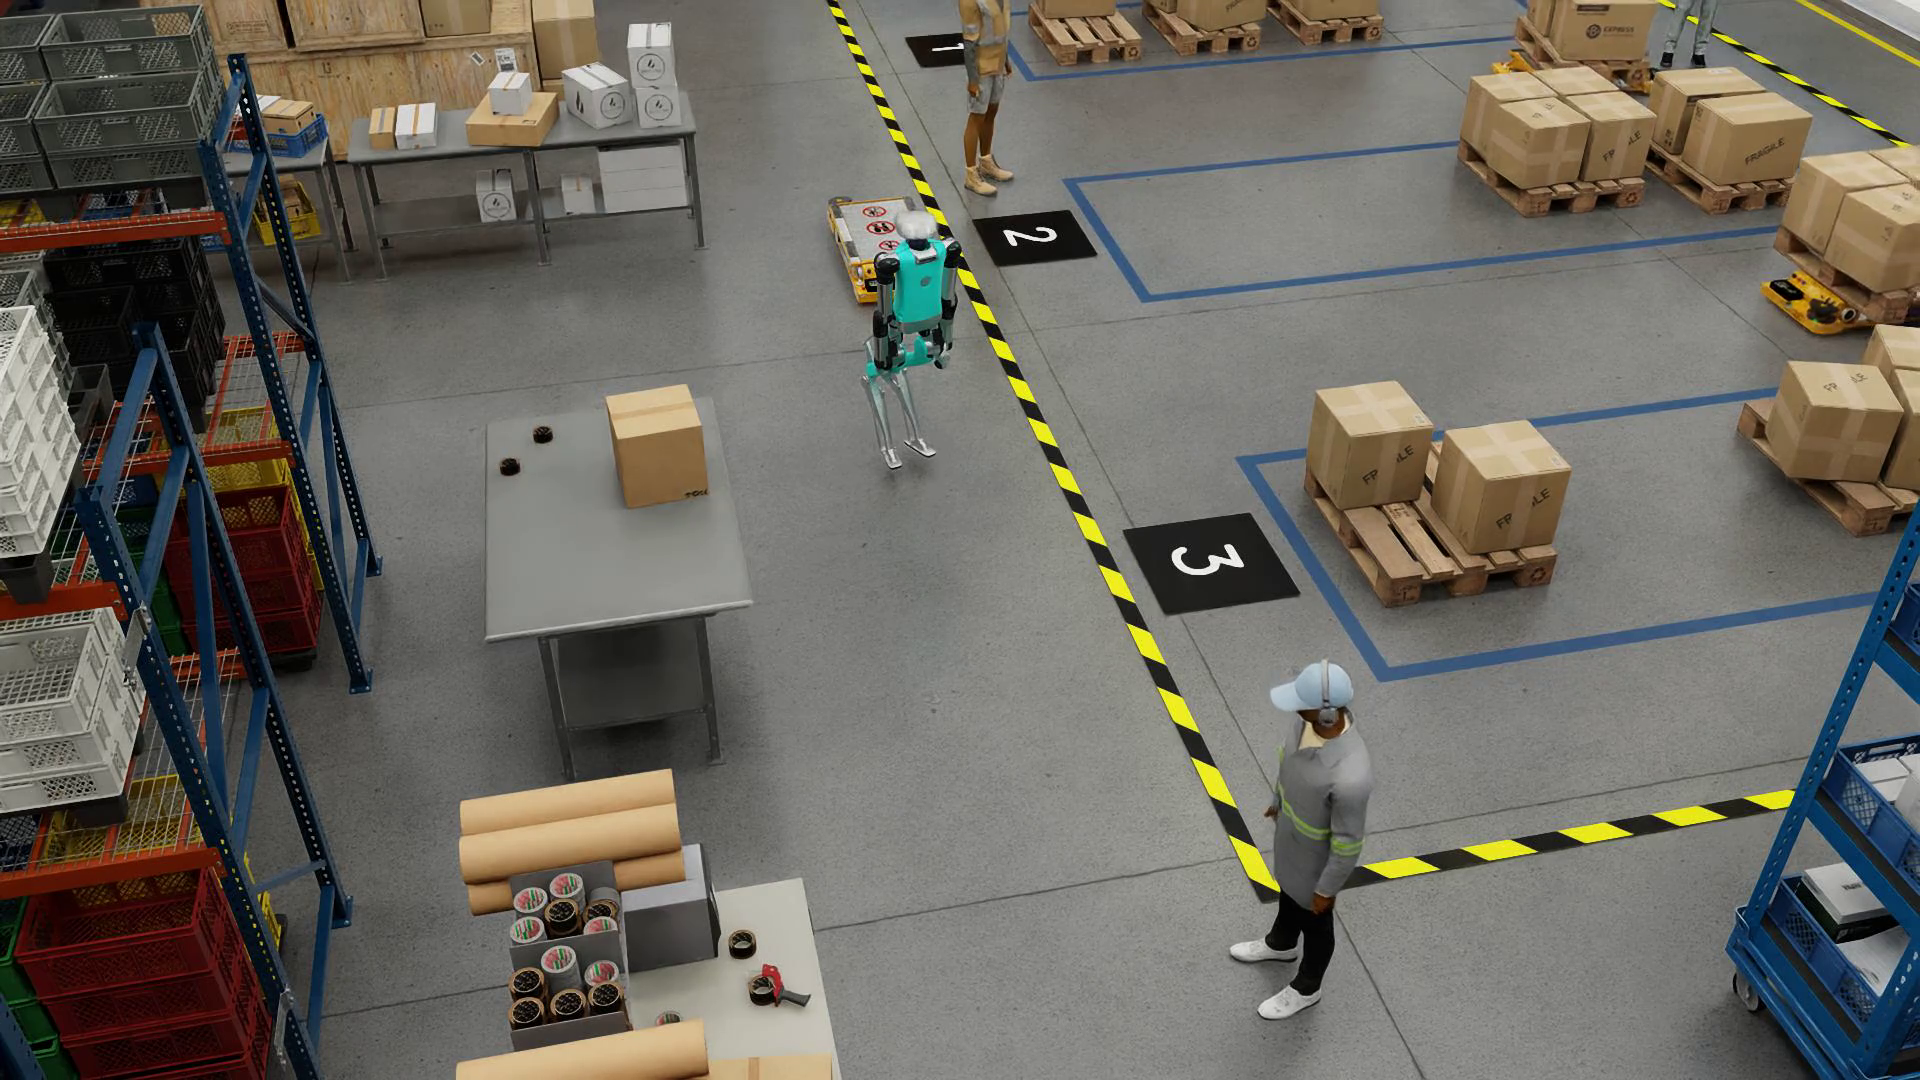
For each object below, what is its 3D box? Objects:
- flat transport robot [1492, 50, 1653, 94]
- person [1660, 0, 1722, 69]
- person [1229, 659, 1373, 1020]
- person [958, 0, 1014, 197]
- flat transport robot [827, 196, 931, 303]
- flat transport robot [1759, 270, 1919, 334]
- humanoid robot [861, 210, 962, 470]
[{"bbox_3d":[5.723,-4.329,15.349,1.431,0.197,0.652,-1,37,-2],"label":"flat transport robot"},{"bbox_3d":[6.901,-5.266,15.322,0.600,1.827,0.404,6,37,9],"label":"person"},{"bbox_3d":[1.361,1.193,6.628,0.407,1.847,0.589,-6,37,-8],"label":"person"},{"bbox_3d":[0.230,-3.747,13.102,0.366,2.048,0.604,19,40,23],"label":"person"},{"bbox_3d":[-0.570,-2.220,12.538,0.659,0.231,1.431,-8,37,-10],"label":"flat transport robot"},{"bbox_3d":[6.587,-1.788,11.933,1.431,0.197,0.652,-8,37,-10],"label":"flat transport robot"},{"bbox_3d":[-0.361,-1.249,9.890,0.533,1.677,0.735,-19,41,-23],"label":"humanoid robot"}]
